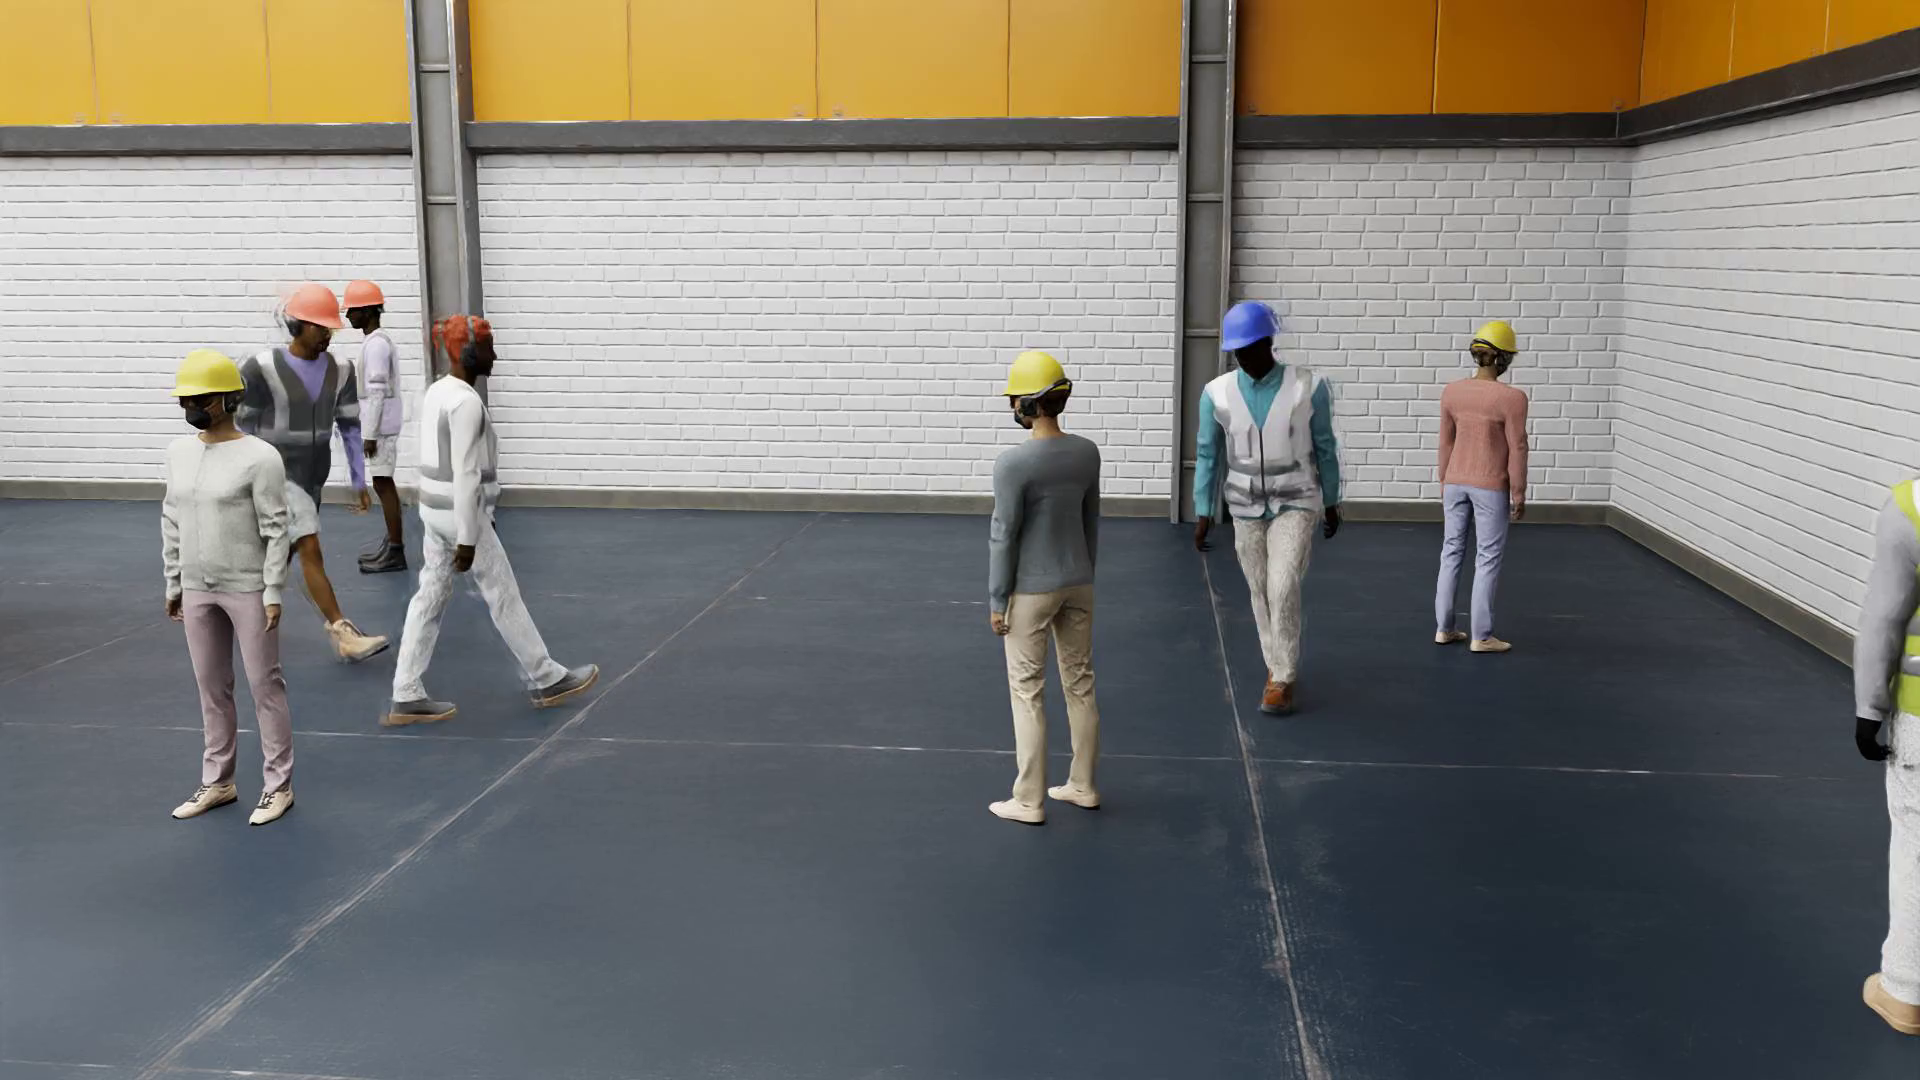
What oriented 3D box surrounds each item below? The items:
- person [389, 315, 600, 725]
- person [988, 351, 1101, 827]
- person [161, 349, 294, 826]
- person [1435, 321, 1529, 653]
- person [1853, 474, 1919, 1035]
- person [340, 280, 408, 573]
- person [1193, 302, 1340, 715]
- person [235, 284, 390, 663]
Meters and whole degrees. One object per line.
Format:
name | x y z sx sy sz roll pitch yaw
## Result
person | -2.182 -0.096 7.552 0.982 1.828 0.600 -7 12 -33
person | 0.304 0.180 6.201 0.530 1.761 0.339 -8 13 -38
person | -2.726 0.179 6.172 0.523 1.769 0.310 3 10 15
person | 2.771 -0.275 8.813 0.343 1.755 0.531 -8 13 -38
person | 2.736 0.445 4.468 0.641 1.831 0.430 2 10 12
person | -3.888 -0.753 11.038 0.375 1.929 0.558 -4 11 -19
person | 1.412 -0.150 7.706 0.637 1.885 0.761 4 11 23
person | -3.445 -0.345 8.671 1.137 1.951 0.613 6 12 32
